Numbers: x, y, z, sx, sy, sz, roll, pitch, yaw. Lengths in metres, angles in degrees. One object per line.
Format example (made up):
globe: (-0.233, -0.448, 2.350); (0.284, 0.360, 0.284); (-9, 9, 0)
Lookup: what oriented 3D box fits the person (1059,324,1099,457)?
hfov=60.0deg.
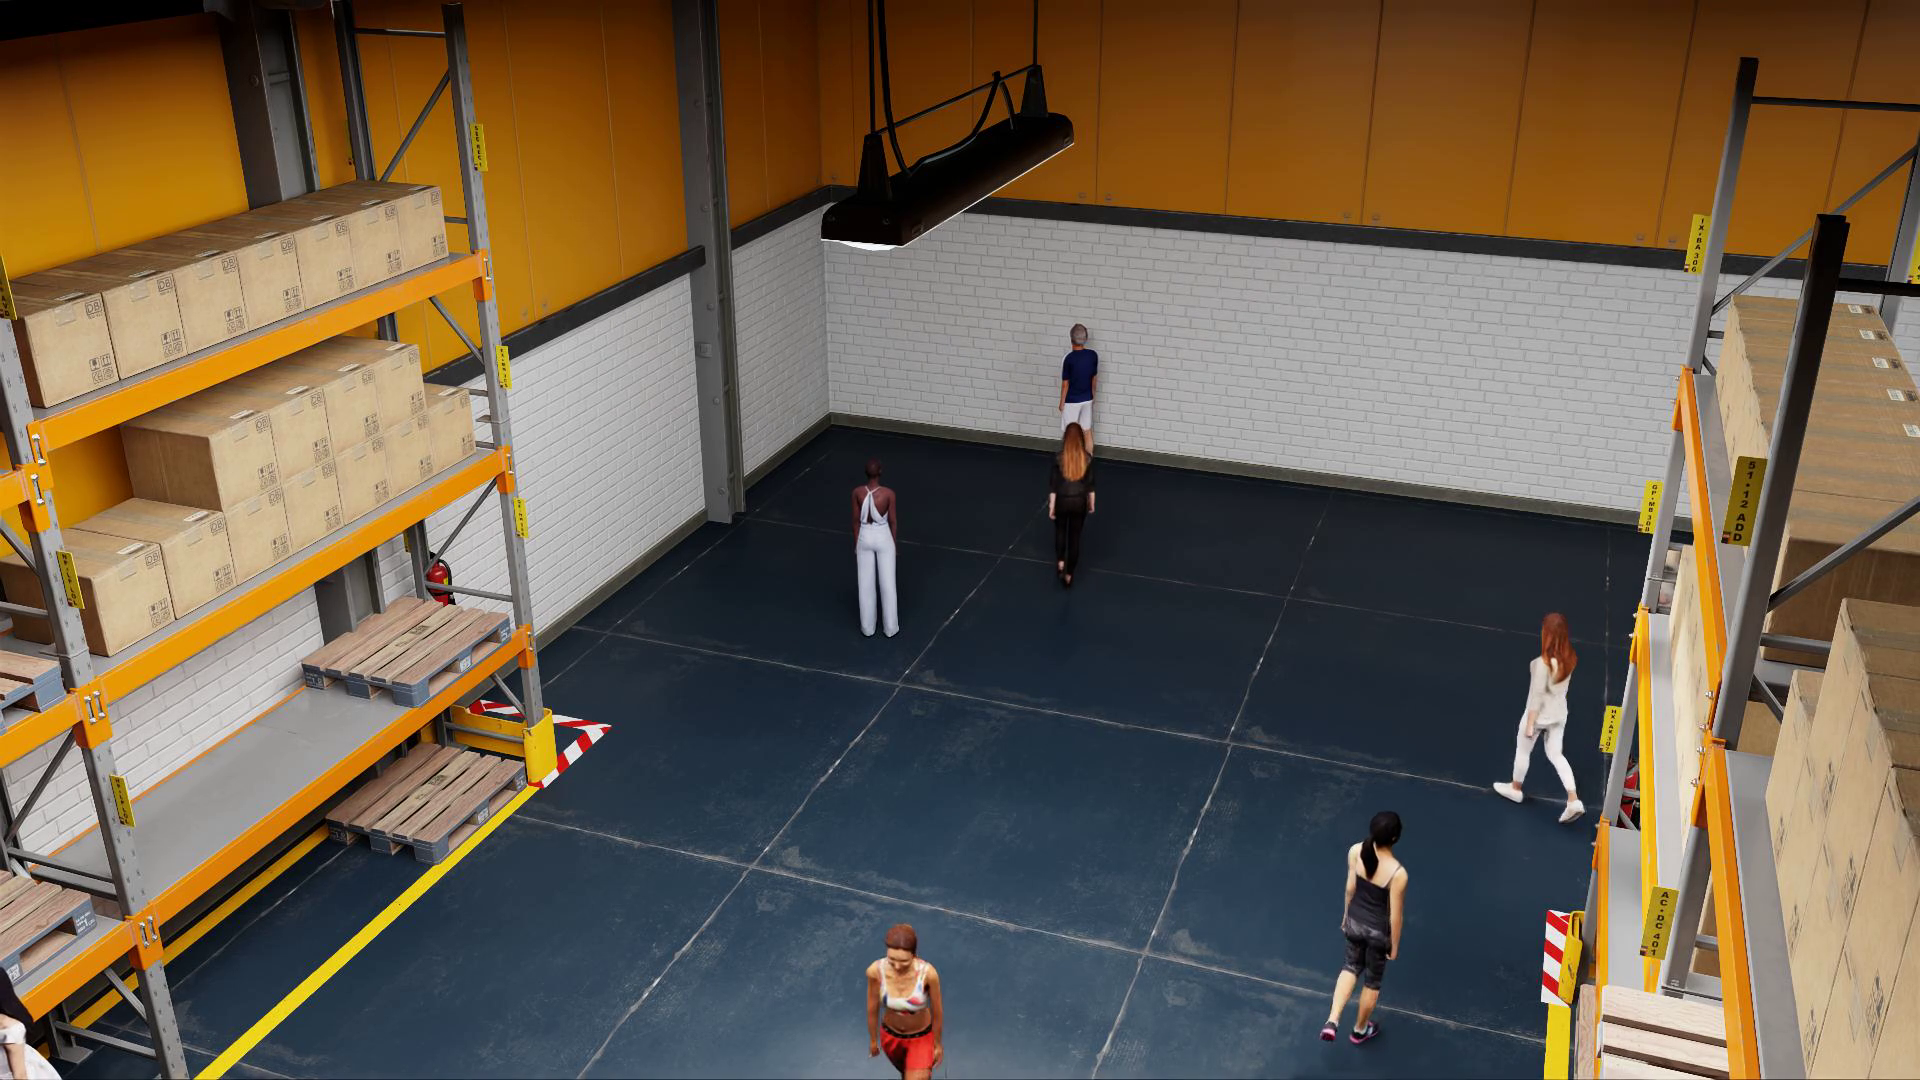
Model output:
person: (1.374, -1.621, 19.334); (0.700, 1.838, 0.773); (-12, 26, -25)

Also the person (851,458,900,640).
person: (-0.789, 0.075, 15.524); (0.616, 1.782, 0.551); (3, 24, 8)

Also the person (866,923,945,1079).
person: (-0.269, 2.797, 9.398); (0.695, 1.702, 1.271); (6, 24, 15)

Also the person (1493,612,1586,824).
person: (4.537, 1.369, 12.687); (1.040, 1.683, 1.066); (-13, 27, -27)

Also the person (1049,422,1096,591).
person: (1.099, -0.306, 16.506); (0.731, 1.694, 0.845); (2, 24, 4)

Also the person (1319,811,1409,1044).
person: (2.464, 2.438, 10.207); (0.756, 1.710, 0.903); (22, 32, 40)
